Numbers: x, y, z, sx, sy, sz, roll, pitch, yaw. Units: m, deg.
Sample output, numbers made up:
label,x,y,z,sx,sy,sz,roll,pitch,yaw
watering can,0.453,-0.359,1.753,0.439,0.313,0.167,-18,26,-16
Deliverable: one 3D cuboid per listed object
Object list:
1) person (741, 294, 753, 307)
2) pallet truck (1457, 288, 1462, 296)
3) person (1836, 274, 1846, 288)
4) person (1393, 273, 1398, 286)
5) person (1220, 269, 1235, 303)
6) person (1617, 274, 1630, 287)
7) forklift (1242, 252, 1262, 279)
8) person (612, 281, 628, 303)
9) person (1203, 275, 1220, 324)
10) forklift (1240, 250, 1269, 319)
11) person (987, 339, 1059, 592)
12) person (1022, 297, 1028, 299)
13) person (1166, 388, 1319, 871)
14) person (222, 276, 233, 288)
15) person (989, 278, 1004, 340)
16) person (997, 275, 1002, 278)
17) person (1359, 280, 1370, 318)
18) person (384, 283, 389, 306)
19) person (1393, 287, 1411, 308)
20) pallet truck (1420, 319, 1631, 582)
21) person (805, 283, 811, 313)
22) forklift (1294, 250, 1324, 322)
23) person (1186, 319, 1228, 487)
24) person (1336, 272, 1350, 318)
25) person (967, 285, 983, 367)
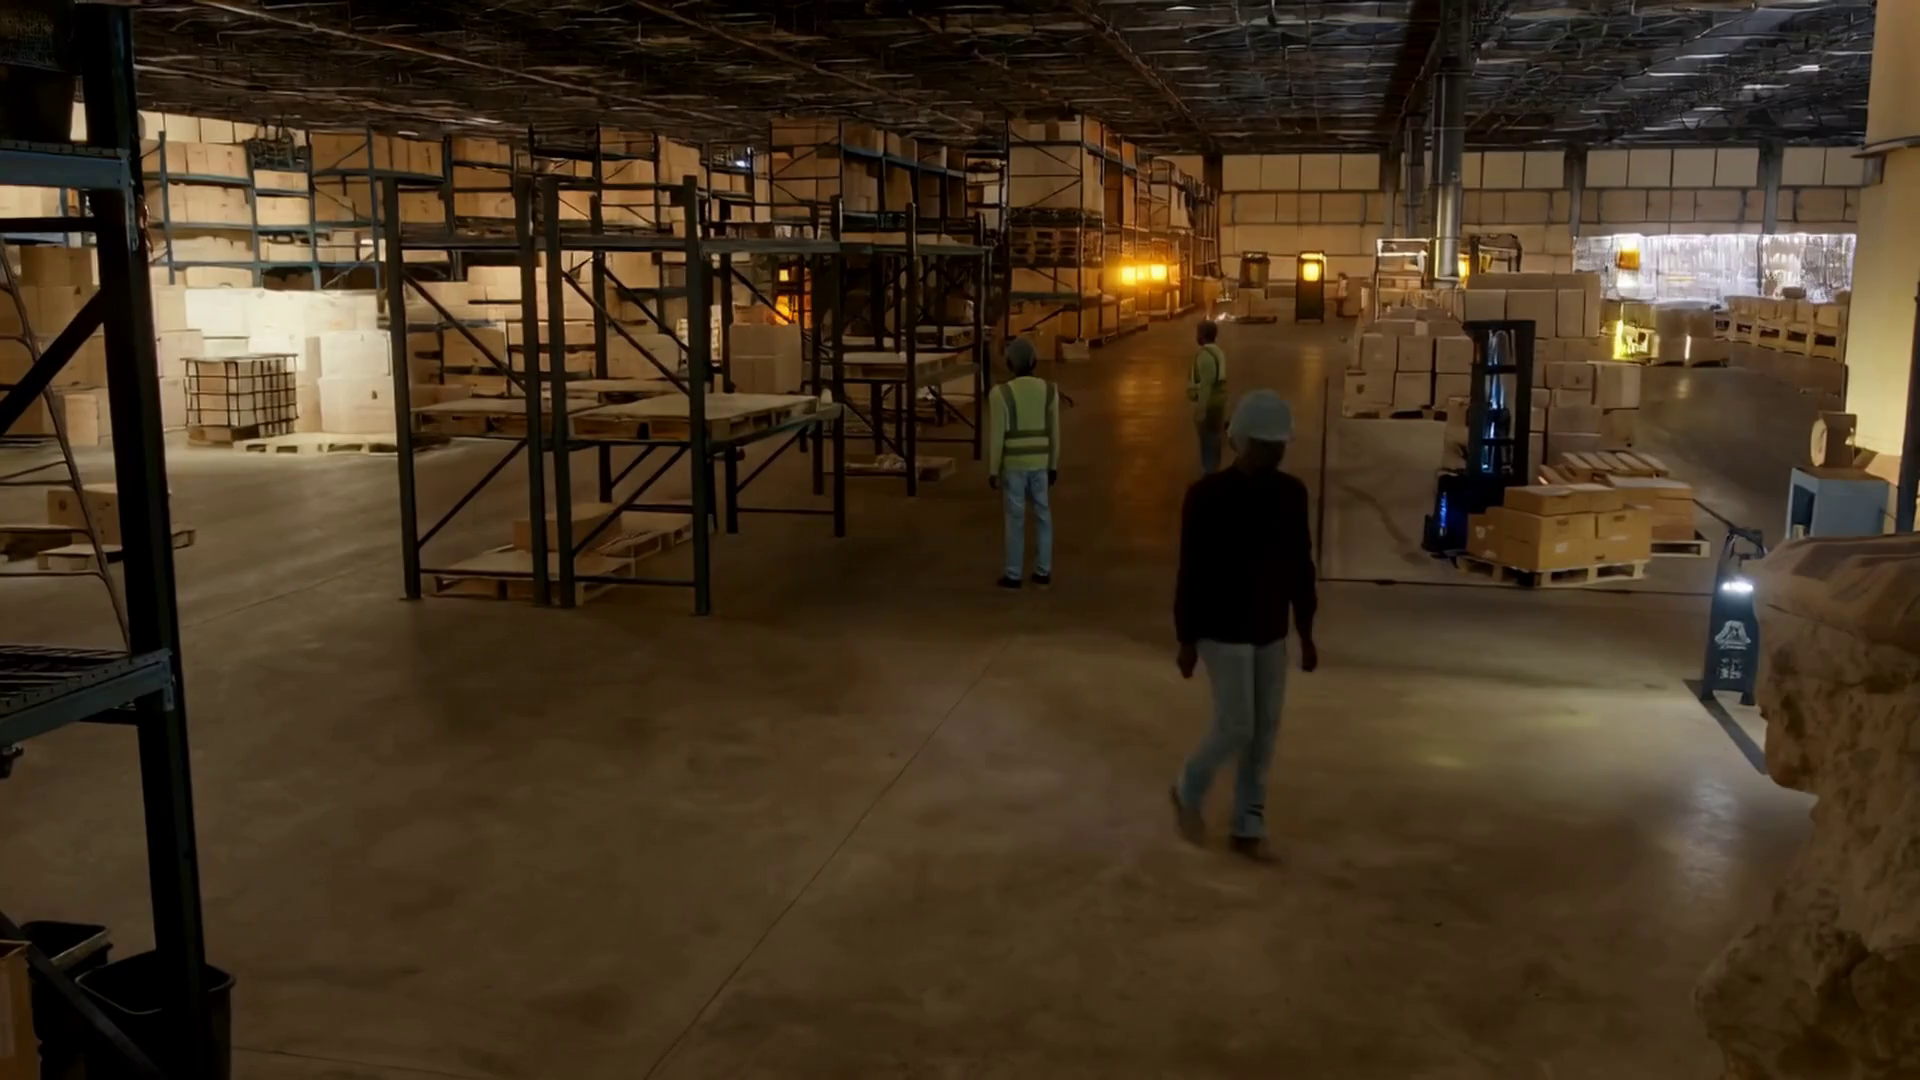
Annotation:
label,x,y,z,sx,sy,sz,roll,pitch,yaw
person,-4.920,-4.973,39.236,0.658,1.673,0.540,5,11,25
pallet truck,20.506,-9.785,68.819,0.653,1.274,1.630,2,10,12
person,39.361,-10.985,74.351,0.404,1.830,0.602,8,12,39
person,23.072,-13.280,88.244,0.485,1.735,0.346,-7,12,-36
person,15.137,-14.370,94.225,0.972,1.884,0.571,3,10,19
person,28.822,-10.649,72.321,0.570,1.845,0.384,-2,10,-9
forklift,14.032,-12.480,80.109,1.129,2.768,1.873,2,10,12
person,-9.187,-5.997,44.522,0.627,1.934,0.371,-2,10,-12
person,9.533,-9.088,63.037,0.652,1.857,0.982,-3,10,-17
forklift,11.873,-10.232,66.795,1.129,2.768,1.873,2,10,12
person,0.474,-0.552,12.420,0.572,1.886,0.355,-4,10,-24
person,2.578,-9.082,63.787,0.865,1.590,0.510,0,10,2
person,1.155,0.361,6.749,0.610,1.971,0.512,-6,11,-33
person,-21.274,-6.698,48.547,0.630,1.965,0.779,2,10,14
person,1.032,-7.079,51.045,0.669,1.887,0.521,3,10,18
person,2.169,-13.552,89.689,0.609,1.785,0.891,1,10,7
person,15.281,-8.950,62.729,0.455,1.682,0.554,-6,12,-34
person,-13.226,-5.016,38.744,0.391,1.922,0.593,-2,10,-9
person,12.501,-6.319,47.115,0.537,1.698,0.320,7,12,35
pallet truck,4.543,-0.757,13.299,0.823,1.965,1.885,-4,10,-22
person,-6.806,-10.866,73.960,0.543,1.711,0.895,2,10,11
forklift,13.778,-10.002,65.433,1.129,2.768,1.873,2,10,12
person,2.628,-1.425,17.734,0.430,1.838,0.623,4,10,20
person,16.249,-10.420,70.723,0.649,1.922,0.697,-1,10,-5
person,0.413,-4.867,37.888,0.547,1.915,0.675,-2,10,-14
